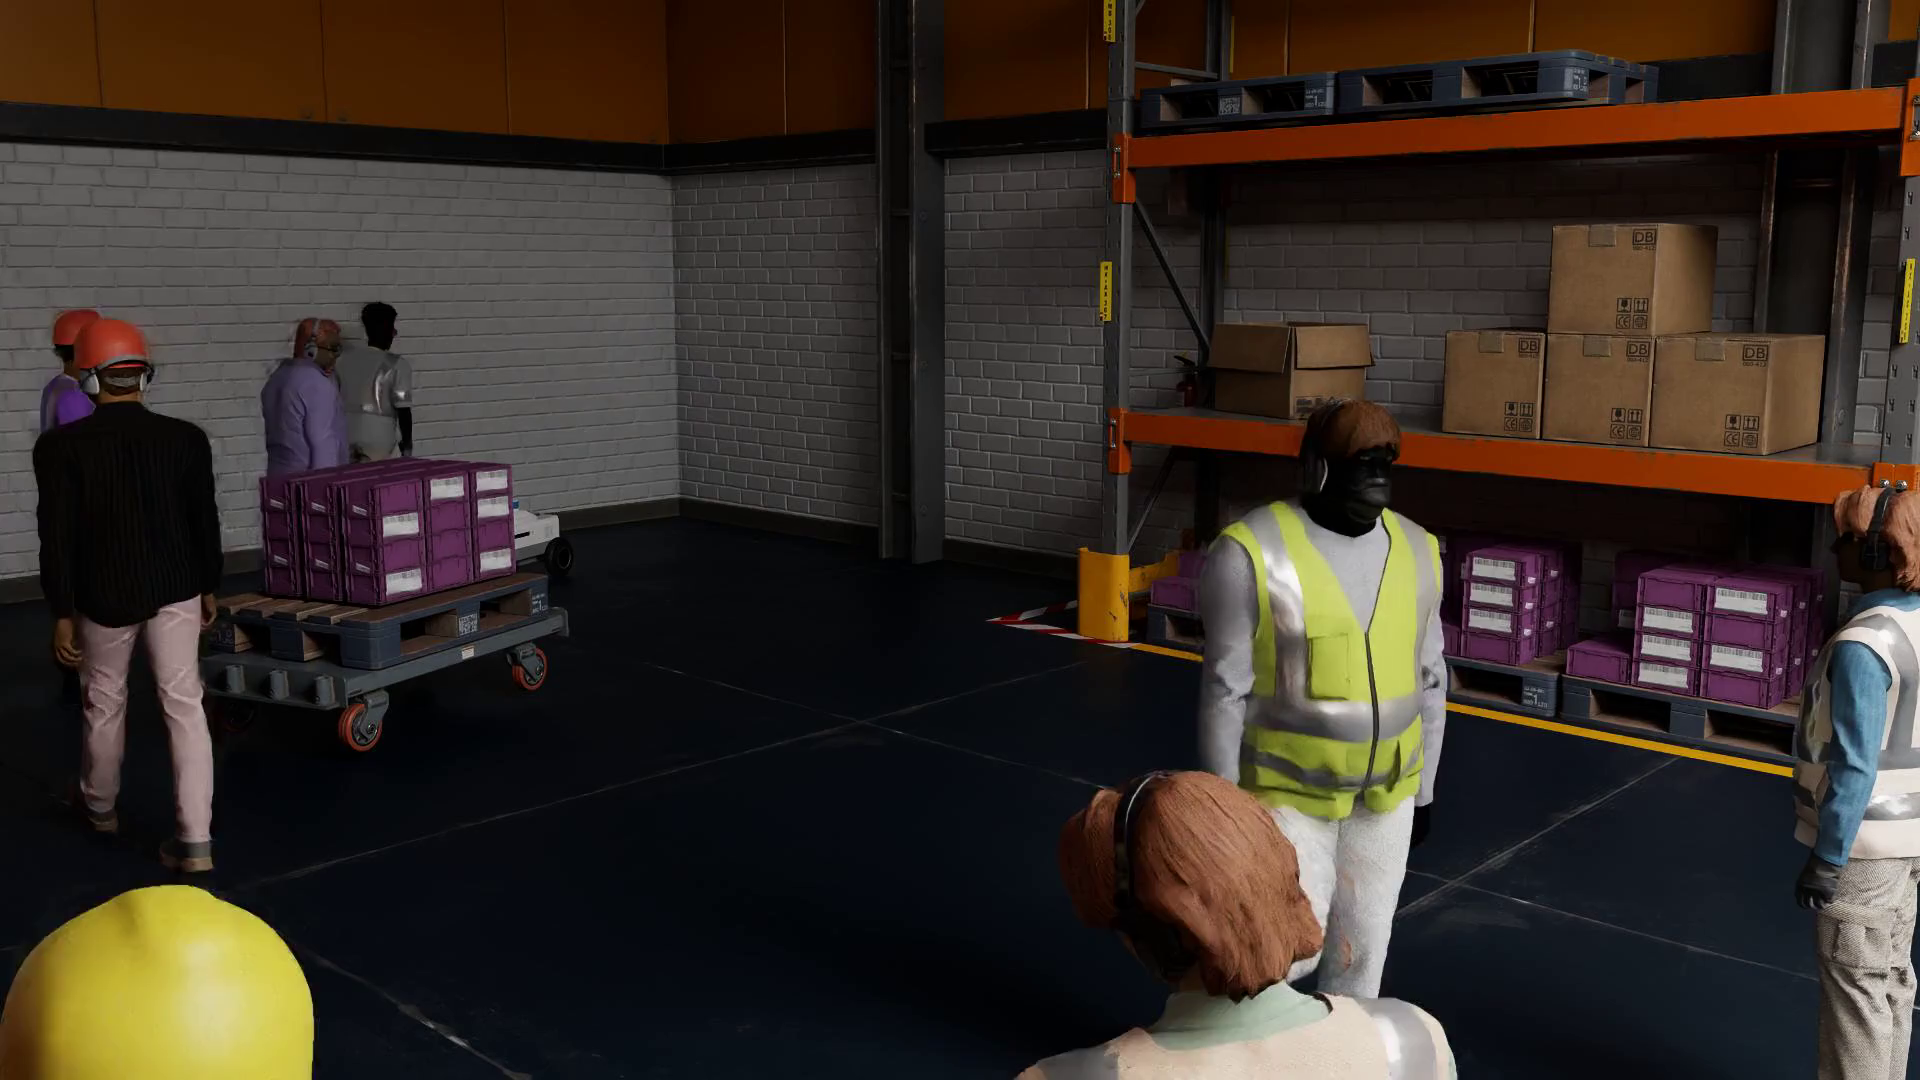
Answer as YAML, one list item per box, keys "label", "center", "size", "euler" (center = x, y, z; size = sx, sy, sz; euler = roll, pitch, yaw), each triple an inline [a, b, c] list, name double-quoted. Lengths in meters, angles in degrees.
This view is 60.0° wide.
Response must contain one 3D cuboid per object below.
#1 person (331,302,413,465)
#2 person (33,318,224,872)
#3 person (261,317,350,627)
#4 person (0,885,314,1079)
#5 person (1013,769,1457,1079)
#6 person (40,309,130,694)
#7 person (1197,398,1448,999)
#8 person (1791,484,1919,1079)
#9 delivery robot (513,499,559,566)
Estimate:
- label: "person"
  center: [-4.006, -0.681, 11.450]
  size: [0.618, 1.887, 1.055]
  euler: [4, 10, 21]
- label: "person"
  center: [-2.987, 0.181, 5.994]
  size: [0.649, 1.937, 1.042]
  euler: [-9, 13, -43]
- label: "person"
  center: [-3.391, -0.260, 8.954]
  size: [0.674, 1.850, 0.907]
  euler: [8, 12, 40]
- label: "person"
  center: [-0.601, 1.068, 1.270]
  size: [0.534, 1.711, 0.936]
  euler: [-4, 10, -21]
- label: "person"
  center: [0.279, 1.023, 1.864]
  size: [0.541, 1.610, 0.618]
  euler: [-3, 10, -20]
- label: "person"
  center: [-4.348, -0.179, 8.274]
  size: [0.434, 1.918, 0.568]
  euler: [-5, 11, -30]
- label: "person"
  center: [0.850, 0.571, 3.950]
  size: [0.646, 1.829, 0.526]
  euler: [-3, 10, -17]
- label: "person"
  center: [2.071, 0.689, 3.814]
  size: [0.307, 1.641, 0.514]
  euler: [8, 12, 41]
- label: "delivery robot"
  center: [-3.032, -0.030, 11.256]
  size: [0.477, 0.478, 0.707]
  euler: [3, 10, 21]
